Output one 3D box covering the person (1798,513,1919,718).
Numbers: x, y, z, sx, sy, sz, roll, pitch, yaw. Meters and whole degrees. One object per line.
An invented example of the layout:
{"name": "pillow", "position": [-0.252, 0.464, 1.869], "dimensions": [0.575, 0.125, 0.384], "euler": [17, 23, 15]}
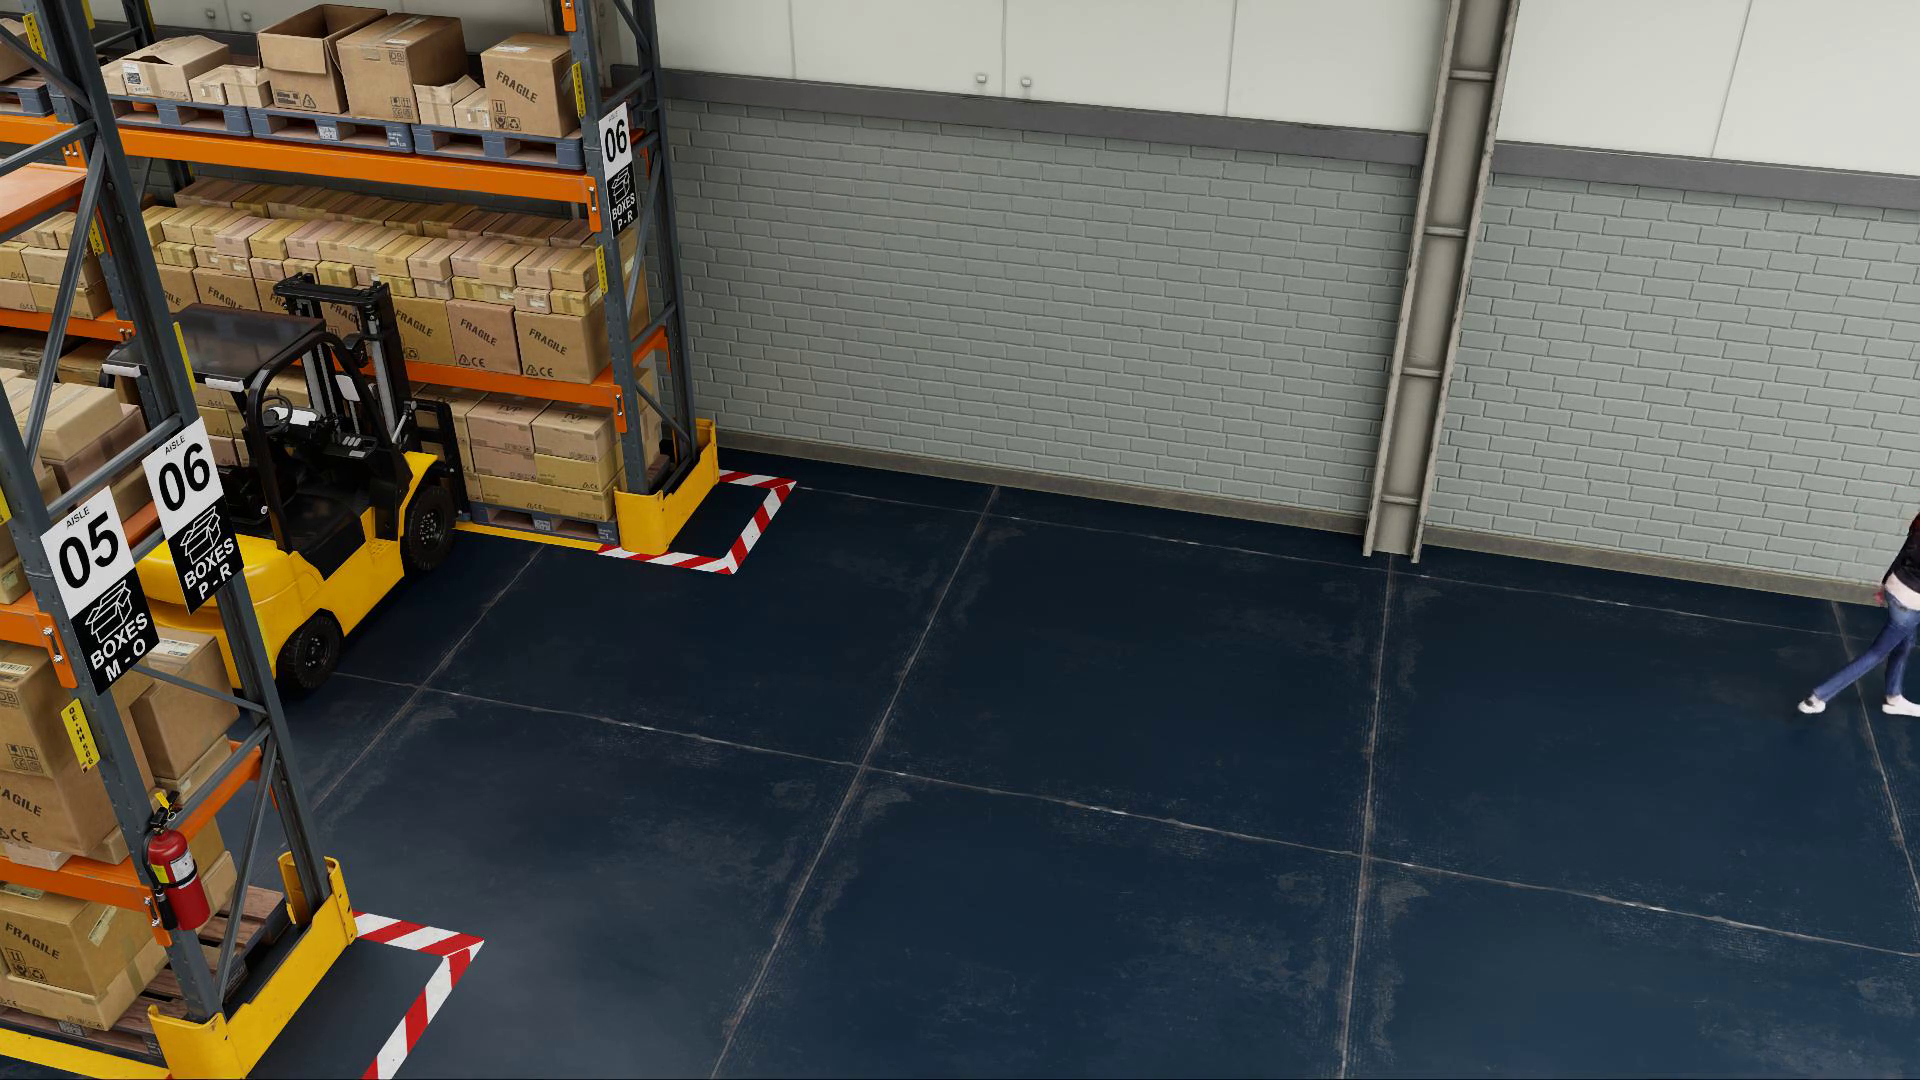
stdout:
{"name": "person", "position": [5.579, 0.431, 9.965], "dimensions": [1.164, 1.755, 0.841], "euler": [-3, 33, -4]}
